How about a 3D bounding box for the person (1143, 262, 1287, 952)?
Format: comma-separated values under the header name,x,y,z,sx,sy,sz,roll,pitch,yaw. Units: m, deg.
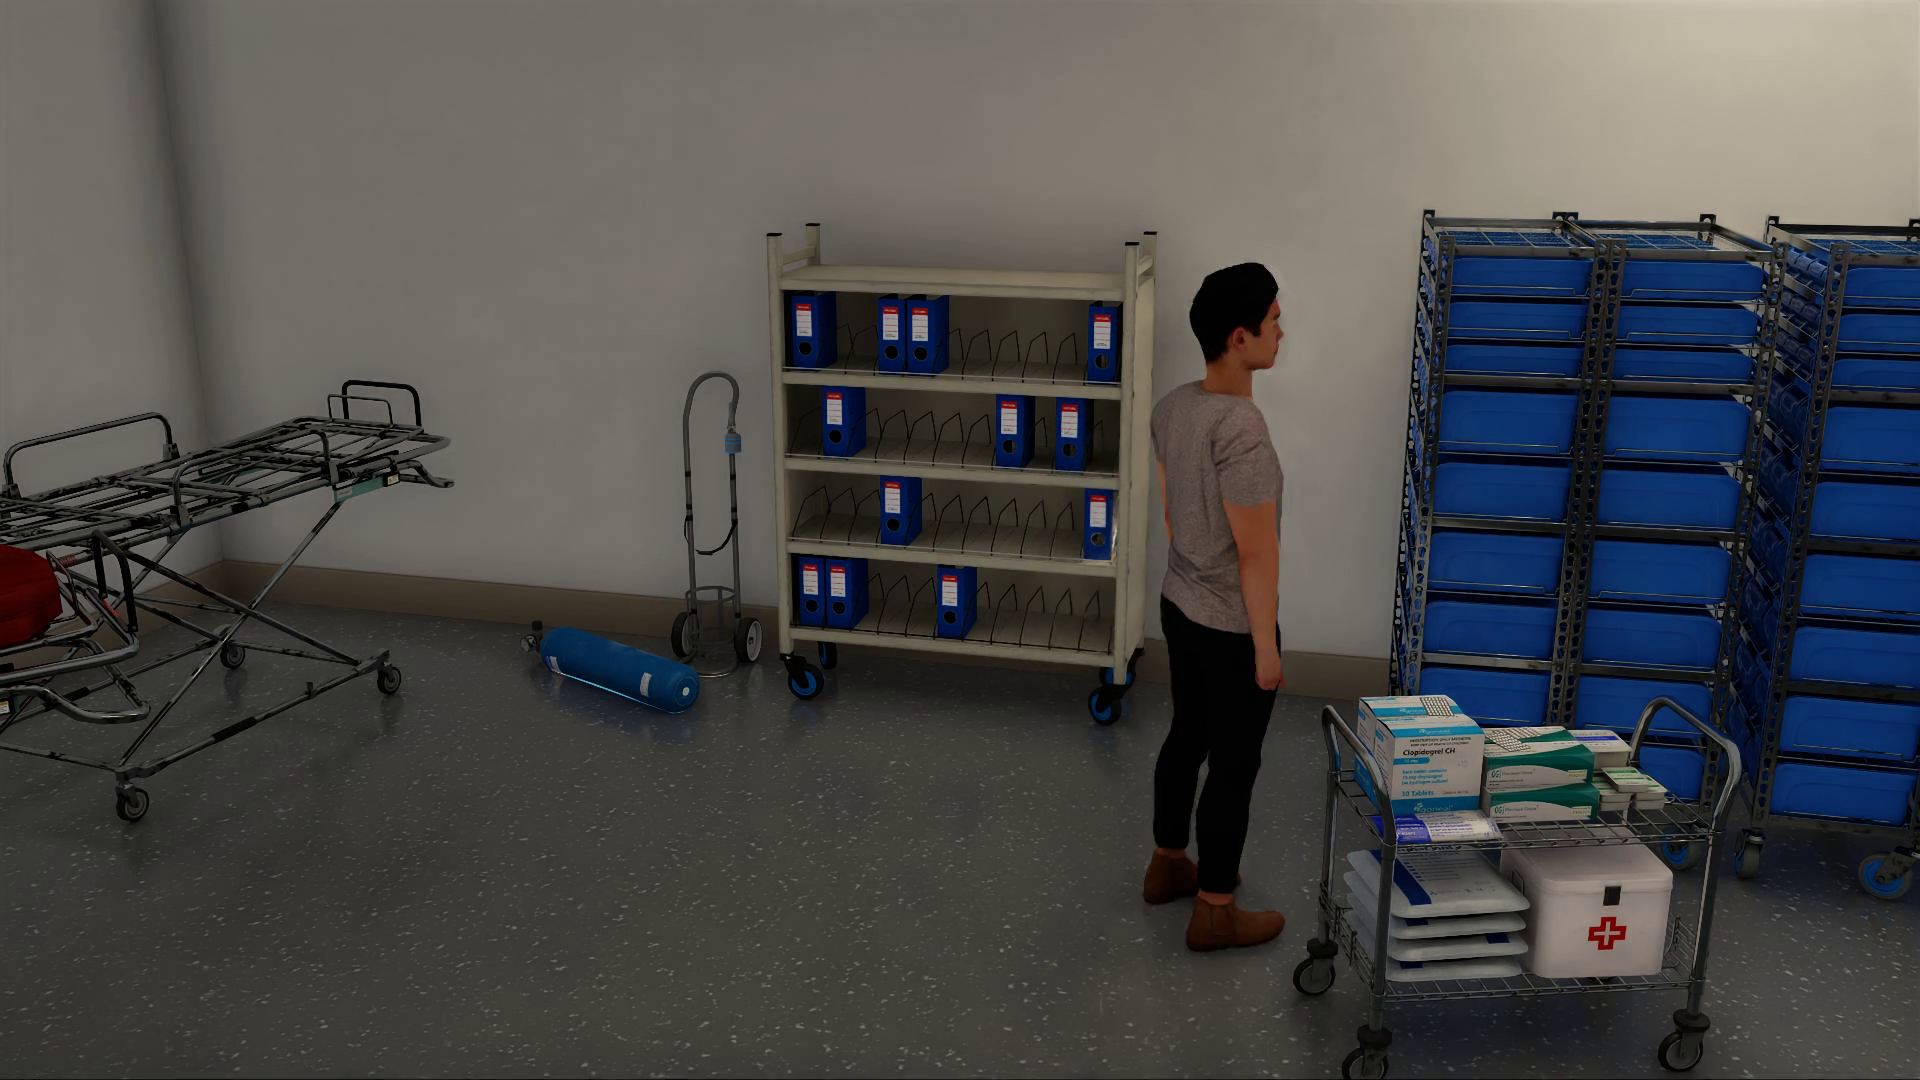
name,x,y,z,sx,sy,sz,roll,pitch,yaw
person,0.634,0.175,4.130,0.757,1.720,0.660,-6,17,-20
